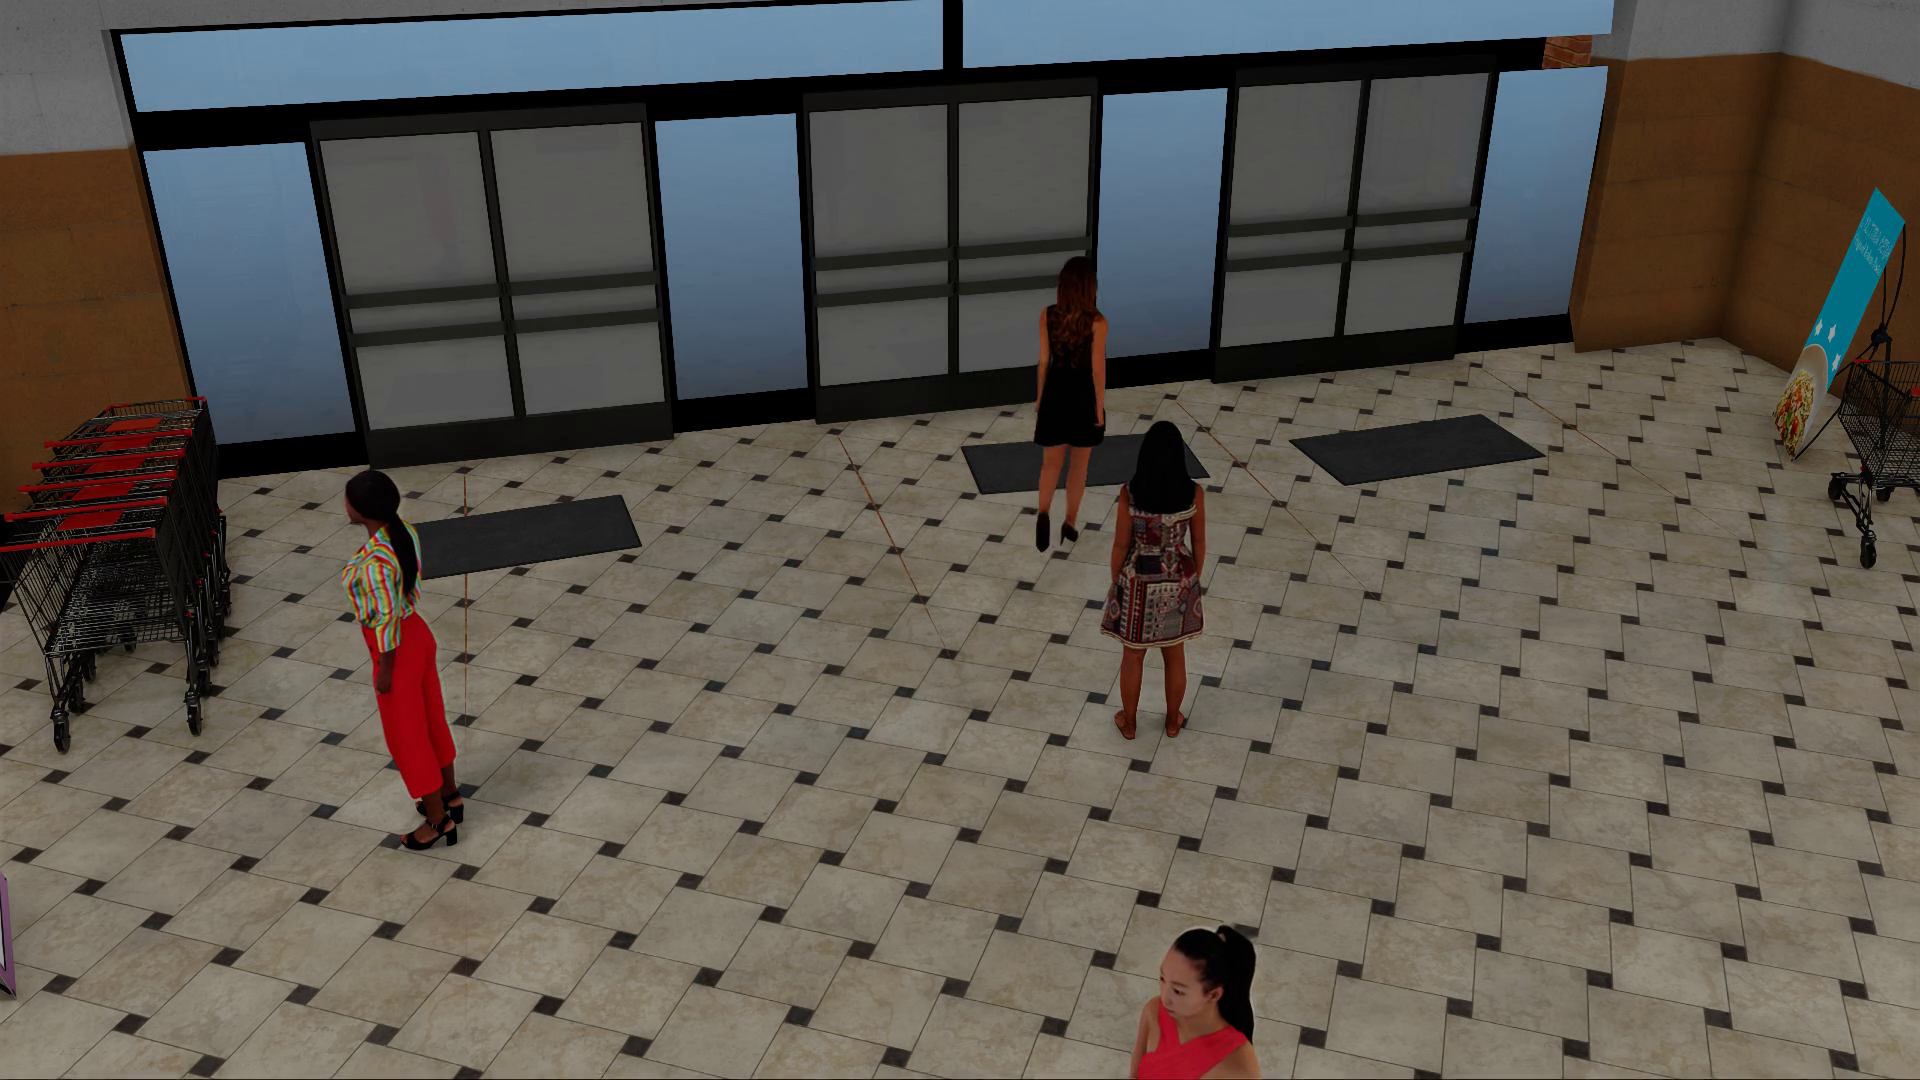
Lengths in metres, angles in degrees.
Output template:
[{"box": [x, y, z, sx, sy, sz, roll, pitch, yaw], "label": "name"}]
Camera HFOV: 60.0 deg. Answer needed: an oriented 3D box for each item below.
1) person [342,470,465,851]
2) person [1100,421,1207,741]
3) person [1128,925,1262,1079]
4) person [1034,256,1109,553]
[{"box": [-2.375, 0.523, 7.093, 0.708, 1.793, 0.554, 0, 27, 0], "label": "person"}, {"box": [0.925, 0.201, 7.891, 0.693, 1.645, 0.600, -1, 27, -3], "label": "person"}, {"box": [0.635, 1.787, 4.675, 0.765, 1.726, 0.654, -22, 34, -36], "label": "person"}, {"box": [0.591, -0.697, 9.476, 0.906, 1.814, 1.037, 10, 29, 19], "label": "person"}]
